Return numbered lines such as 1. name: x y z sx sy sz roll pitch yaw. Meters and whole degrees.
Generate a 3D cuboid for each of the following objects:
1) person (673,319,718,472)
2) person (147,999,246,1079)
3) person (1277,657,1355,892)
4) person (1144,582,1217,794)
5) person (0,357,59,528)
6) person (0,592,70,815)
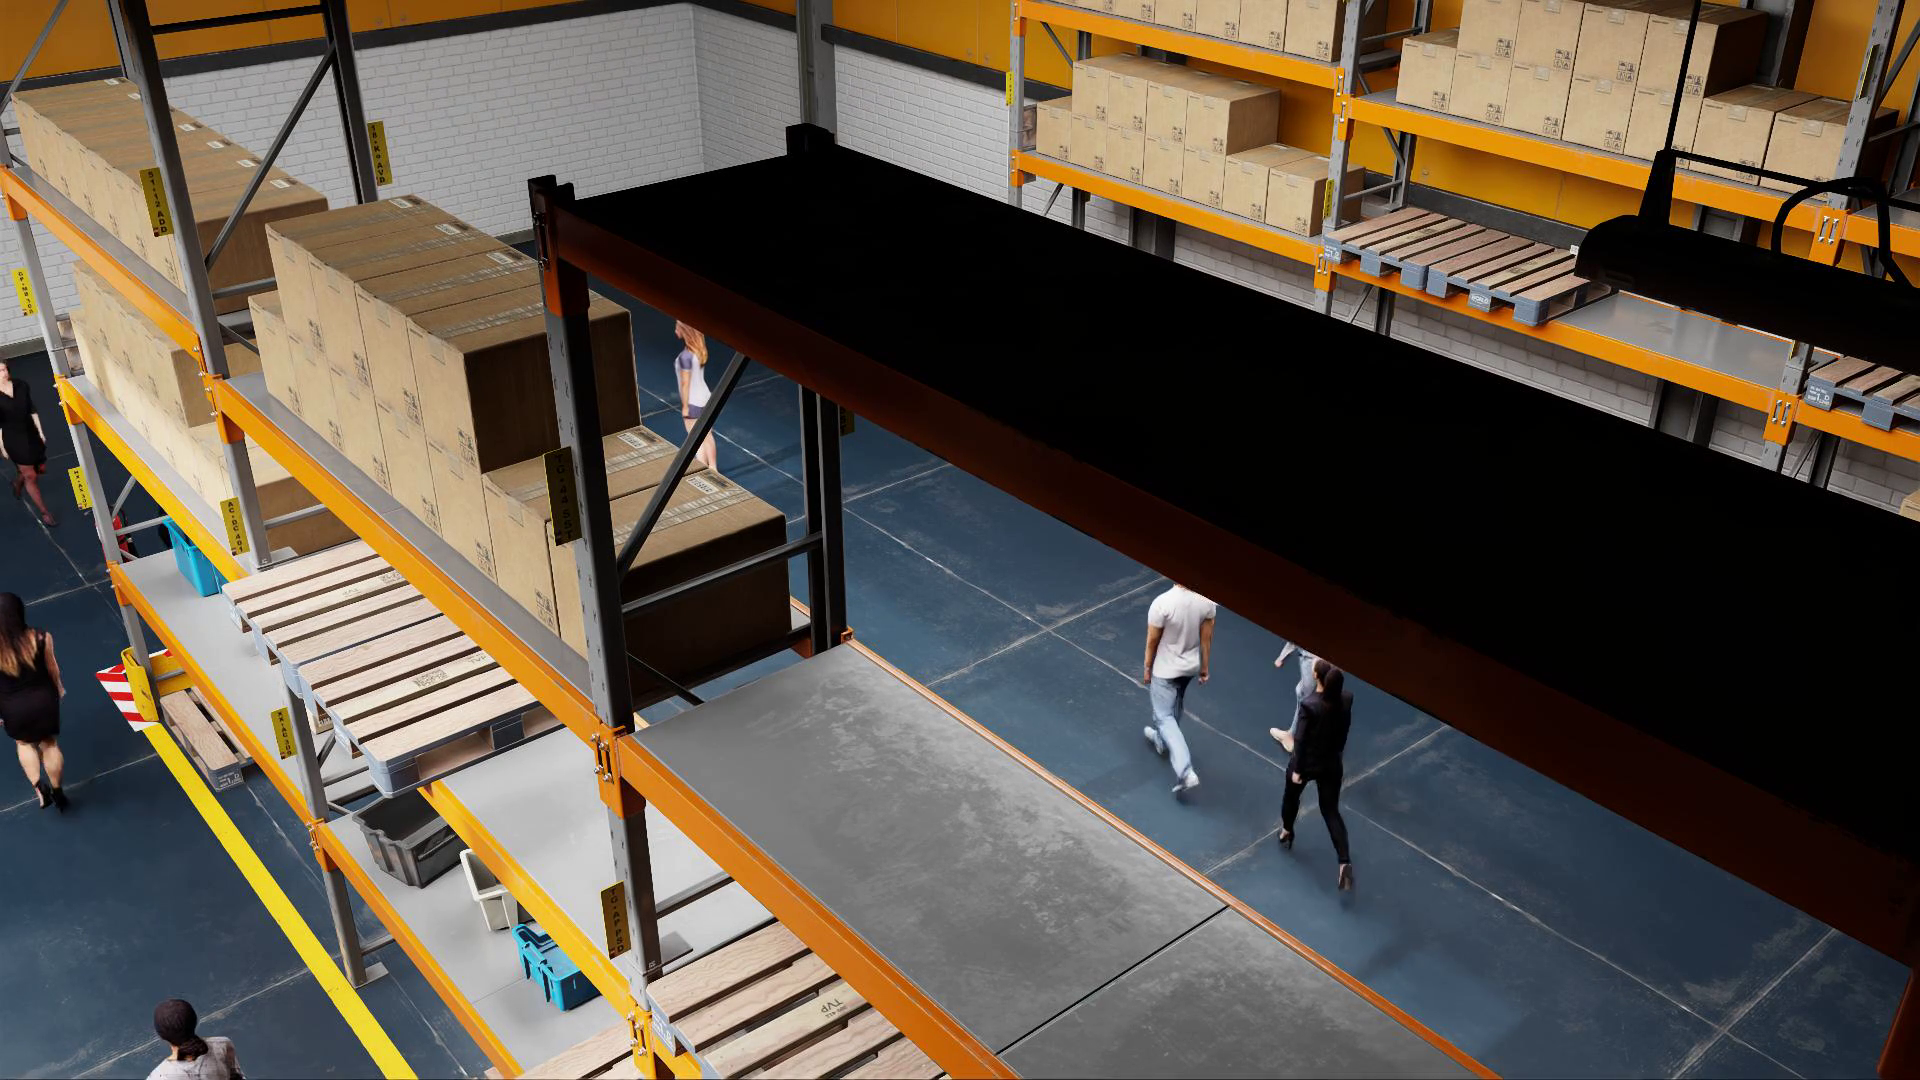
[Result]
1. person: -2.551 -1.354 16.112 0.720 1.726 0.679 6 29 11
2. person: -3.594 2.994 8.110 0.590 1.756 0.616 -21 35 -33
3. person: 2.393 1.534 10.870 0.835 1.676 1.152 -10 30 -17
4. person: 1.565 0.932 11.807 0.893 1.835 1.235 -12 31 -22
5. person: -8.719 -0.921 15.358 0.951 1.687 0.781 15 32 25
6. person: -6.386 1.187 11.489 0.668 1.693 0.691 -21 35 -34
